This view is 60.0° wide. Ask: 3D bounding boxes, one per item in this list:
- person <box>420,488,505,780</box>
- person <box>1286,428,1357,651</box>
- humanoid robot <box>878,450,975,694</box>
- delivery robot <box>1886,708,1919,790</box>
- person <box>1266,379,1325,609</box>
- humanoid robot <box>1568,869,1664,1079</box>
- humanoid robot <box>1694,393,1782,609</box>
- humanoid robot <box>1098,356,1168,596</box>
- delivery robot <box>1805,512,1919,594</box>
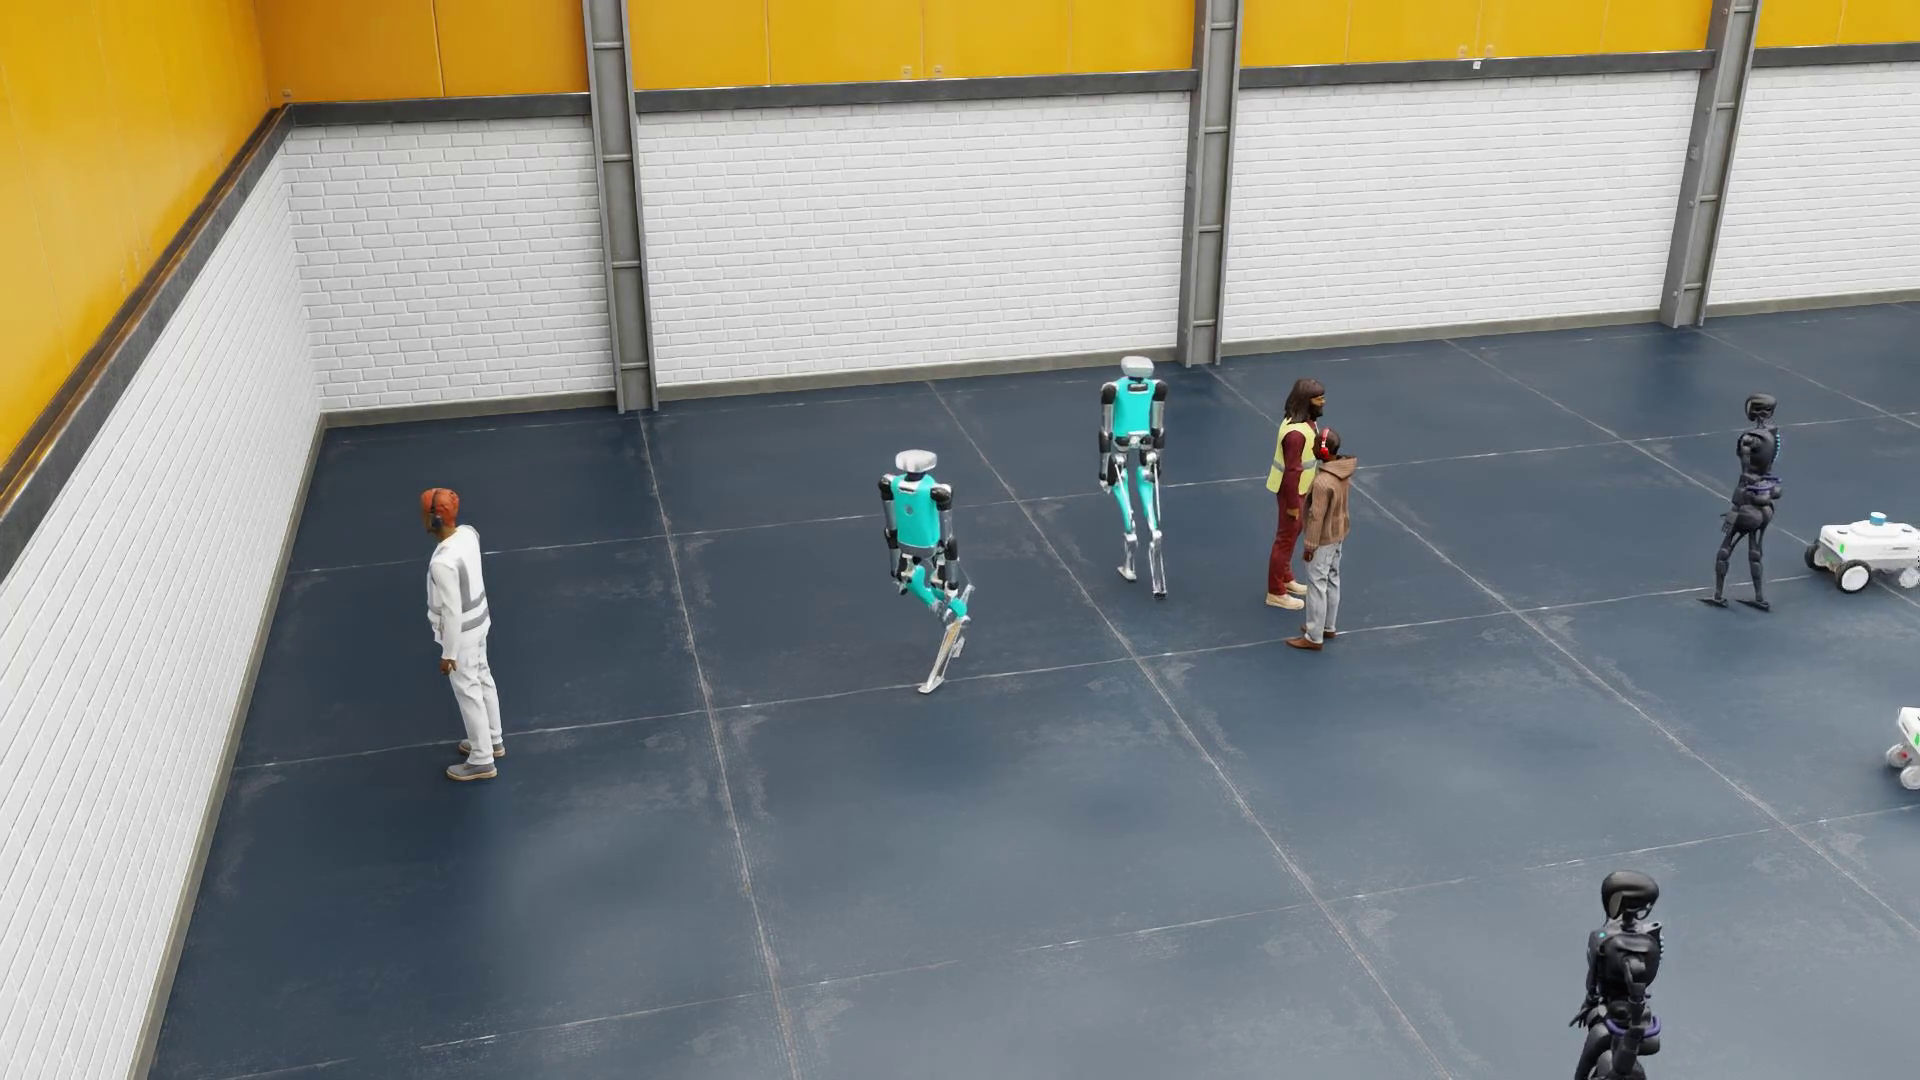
[{"bbox_3d":[-3.023,0.565,10.074,0.339,1.882,0.582,0,24,1],"label":"person"},{"bbox_3d":[2.553,0.000,11.653,0.325,1.647,0.466,15,28,31],"label":"person"},{"bbox_3d":[-0.109,0.171,11.219,0.553,1.827,0.890,14,27,28],"label":"humanoid robot"},{"bbox_3d":[6.157,1.266,10.151,0.796,0.612,0.499,4,24,10],"label":"delivery robot"},{"bbox_3d":[2.457,-0.352,12.308,0.365,1.764,0.470,9,25,20],"label":"person"},{"bbox_3d":[2.808,2.067,6.930,0.631,1.635,0.601,3,24,7],"label":"humanoid robot"},{"bbox_3d":[5.853,-0.282,12.267,0.609,1.634,0.478,-22,32,-40],"label":"humanoid robot"},{"bbox_3d":[1.377,-0.395,12.566,0.547,1.884,0.802,-7,25,-16],"label":"humanoid robot"},{"bbox_3d":[6.995,0.085,12.822,0.795,0.603,0.499,-2,24,-3],"label":"delivery robot"}]
